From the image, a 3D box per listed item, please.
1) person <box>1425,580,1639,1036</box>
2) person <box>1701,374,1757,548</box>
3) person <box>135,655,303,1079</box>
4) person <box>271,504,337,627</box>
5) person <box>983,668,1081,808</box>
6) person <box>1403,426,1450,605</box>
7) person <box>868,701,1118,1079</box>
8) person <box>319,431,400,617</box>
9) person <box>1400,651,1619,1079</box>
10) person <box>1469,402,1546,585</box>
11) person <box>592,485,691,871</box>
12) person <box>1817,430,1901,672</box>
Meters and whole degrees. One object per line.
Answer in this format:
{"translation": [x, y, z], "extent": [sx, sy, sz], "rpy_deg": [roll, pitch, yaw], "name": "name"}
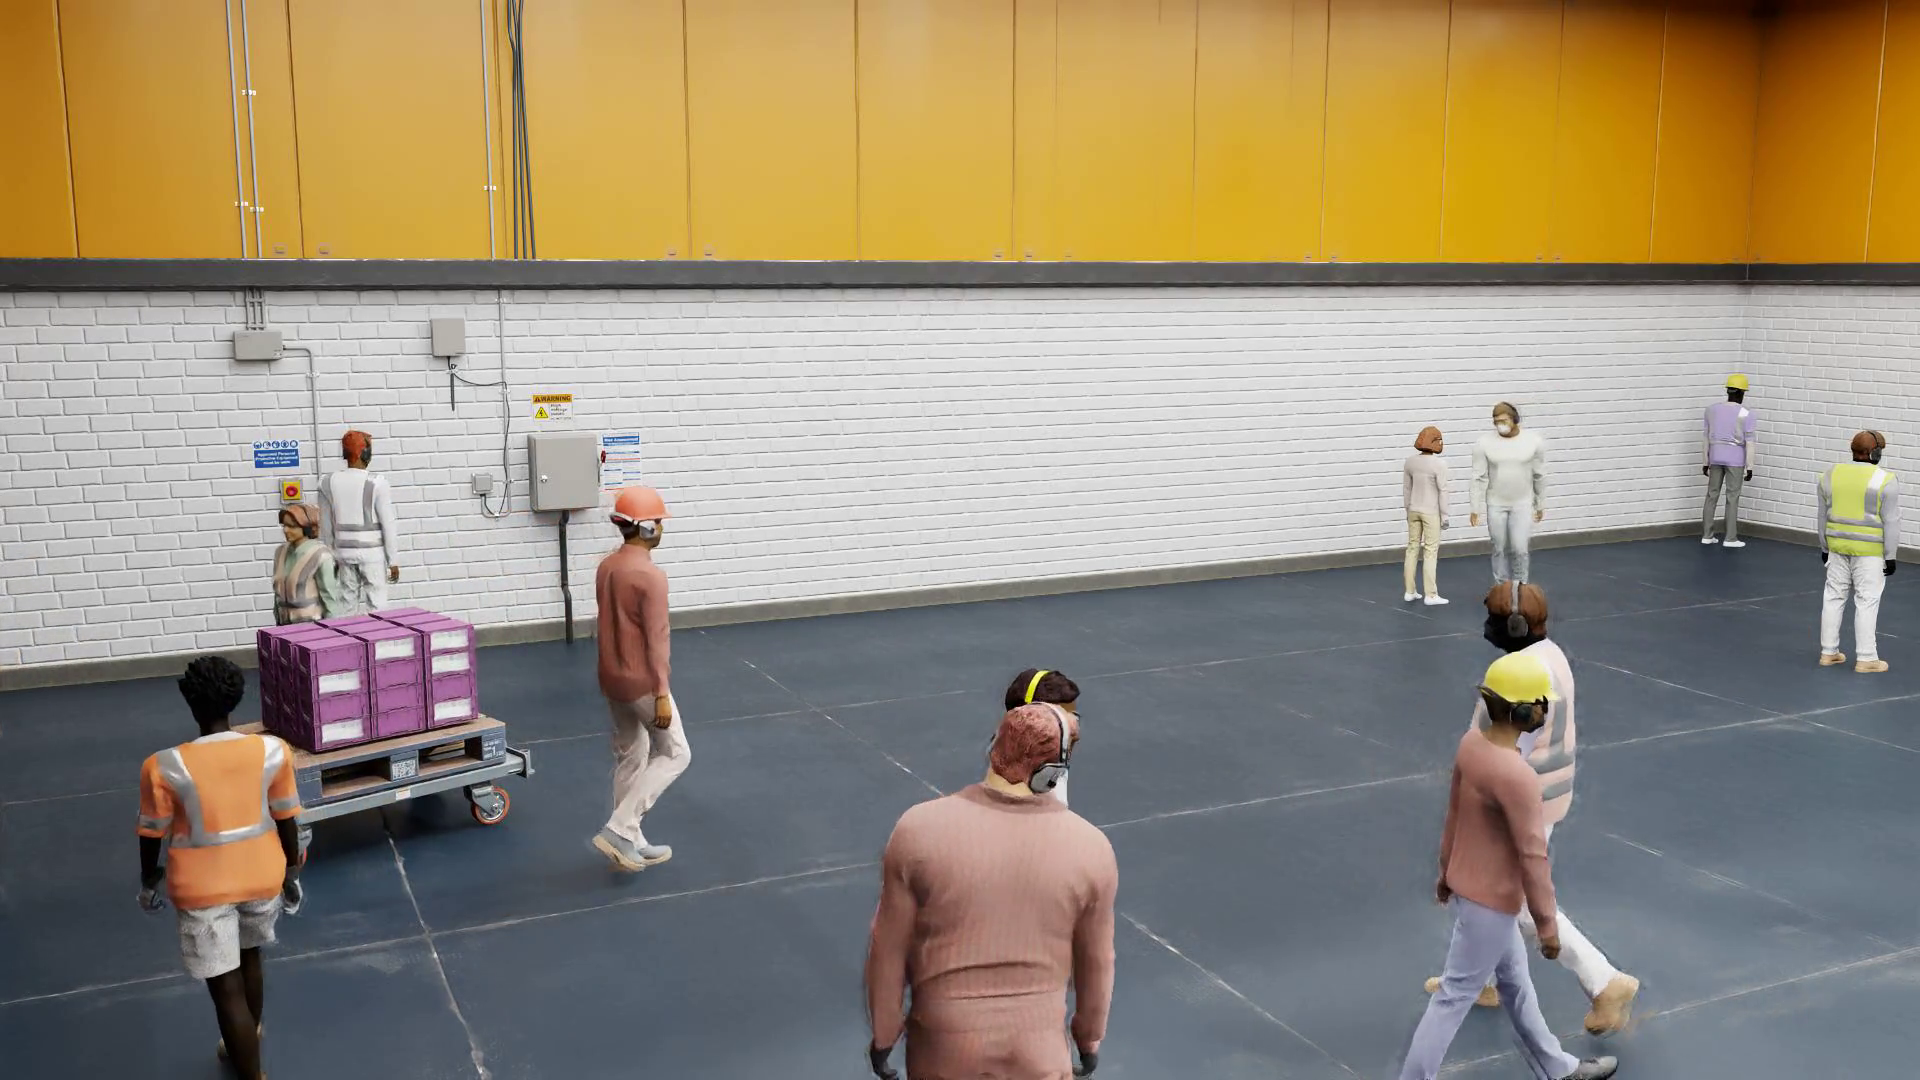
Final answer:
{"translation": [2.318, 1.068, 6.651], "extent": [0.773, 1.817, 0.629], "rpy_deg": [4, 10, 24], "name": "person"}
{"translation": [8.498, -0.873, 18.374], "extent": [0.391, 1.919, 0.585], "rpy_deg": [-7, 12, -38], "name": "person"}
{"translation": [-2.711, 1.240, 6.043], "extent": [0.749, 1.663, 0.539], "rpy_deg": [8, 12, 42], "name": "person"}
{"translation": [-4.009, 0.560, 10.373], "extent": [0.516, 1.621, 0.624], "rpy_deg": [6, 11, 34], "name": "person"}
{"translation": [0.161, 1.287, 5.203], "extent": [0.731, 1.845, 0.529], "rpy_deg": [5, 10, 28], "name": "person"}
{"translation": [4.273, -0.228, 15.238], "extent": [0.279, 1.634, 0.499], "rpy_deg": [-6, 11, -33], "name": "person"}
{"translation": [0.094, 1.375, 4.587], "extent": [0.693, 1.870, 0.463], "rpy_deg": [-2, 9, -10], "name": "person"}
{"translation": [-4.404, 0.137, 12.239], "extent": [0.604, 1.887, 0.354], "rpy_deg": [2, 9, 12], "name": "person"}
{"translation": [1.959, 1.240, 5.836], "extent": [0.907, 1.720, 0.555], "rpy_deg": [0, 9, -2], "name": "person"}
{"translation": [4.884, -0.299, 14.862], "extent": [0.646, 1.895, 0.604], "rpy_deg": [3, 10, 20], "name": "person"}
{"translation": [-1.615, 0.712, 8.355], "extent": [0.466, 1.971, 0.634], "rpy_deg": [-7, 12, -39], "name": "person"}
{"translation": [6.851, 0.083, 12.674], "extent": [0.429, 1.844, 0.625], "rpy_deg": [-5, 11, -30], "name": "person"}
